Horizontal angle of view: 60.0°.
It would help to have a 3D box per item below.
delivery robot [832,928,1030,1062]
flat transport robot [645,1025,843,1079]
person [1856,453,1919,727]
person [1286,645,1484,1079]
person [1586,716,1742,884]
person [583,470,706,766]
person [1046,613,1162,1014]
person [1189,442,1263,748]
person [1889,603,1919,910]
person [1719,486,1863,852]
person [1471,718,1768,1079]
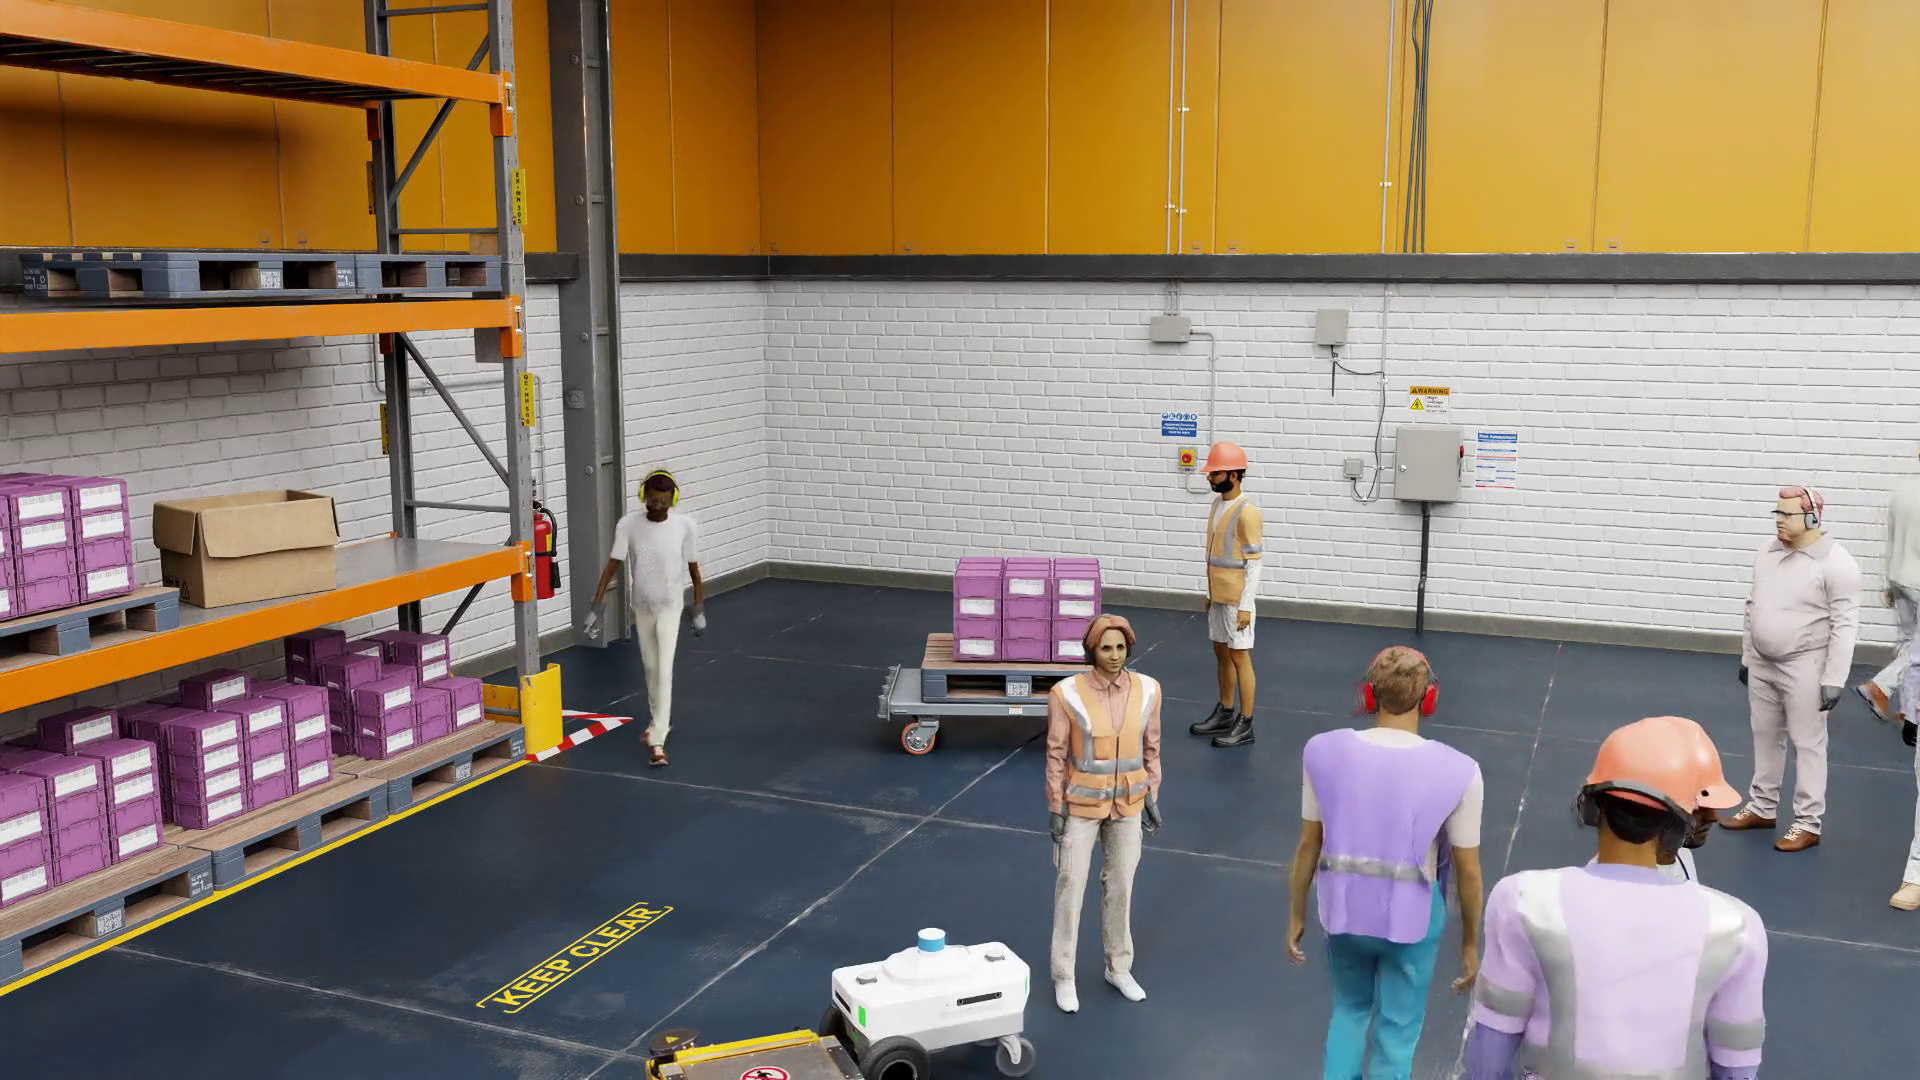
[{"bbox_3d":[-0.105,1.696,6.214,0.707,0.478,0.477,-4,10,-23],"label":"delivery robot"},{"bbox_3d":[-0.598,1.990,5.573,0.652,0.197,1.431,-4,10,-21],"label":"flat transport robot"},{"bbox_3d":[6.198,0.300,10.814,0.567,1.924,0.644,0,9,-1],"label":"person"},{"bbox_3d":[1.363,1.249,5.364,0.617,1.818,0.456,5,11,27],"label":"person"},{"bbox_3d":[1.726,1.385,4.205,0.358,1.938,0.548,8,12,38],"label":"person"},{"bbox_3d":[-1.940,0.448,10.301,0.674,1.801,0.949,1,9,4],"label":"person"},{"bbox_3d":[0.588,1.102,6.816,0.515,1.641,0.315,-3,10,-18],"label":"person"},{"bbox_3d":[1.686,0.343,10.515,0.379,1.936,0.548,-3,10,-16],"label":"person"},{"bbox_3d":[4.680,0.859,7.680,0.430,1.845,0.621,-9,13,-42],"label":"person"},{"bbox_3d":[4.320,0.661,8.686,0.403,1.906,0.652,-3,10,-19],"label":"person"},{"bbox_3d":[1.497,1.423,3.840,0.622,2.001,0.720,1,9,7],"label":"person"}]
